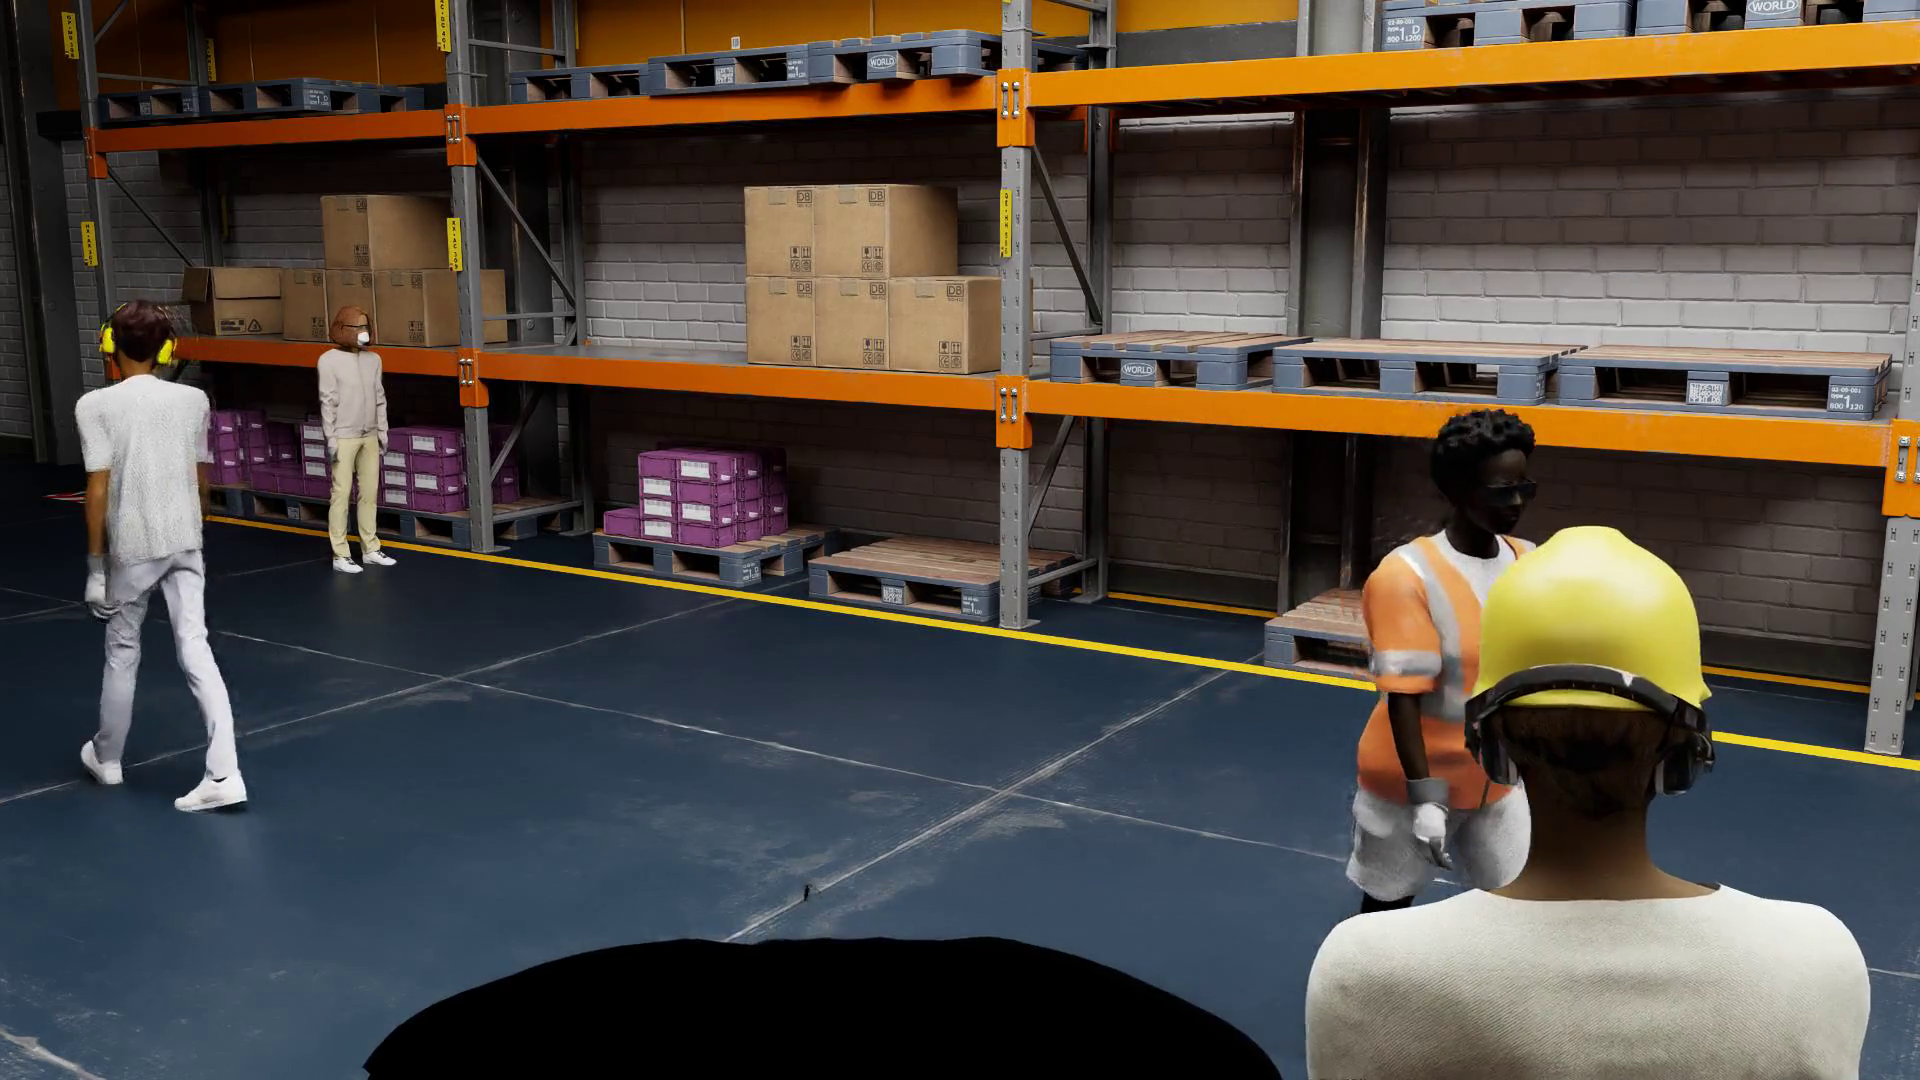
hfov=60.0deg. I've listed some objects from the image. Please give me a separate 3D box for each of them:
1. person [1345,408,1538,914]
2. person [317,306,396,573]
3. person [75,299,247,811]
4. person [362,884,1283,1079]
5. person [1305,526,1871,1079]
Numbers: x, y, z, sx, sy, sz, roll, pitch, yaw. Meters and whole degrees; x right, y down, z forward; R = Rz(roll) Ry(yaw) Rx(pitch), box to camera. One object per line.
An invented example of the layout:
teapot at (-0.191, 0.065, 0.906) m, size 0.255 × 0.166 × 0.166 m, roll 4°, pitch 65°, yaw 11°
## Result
person at (1.137, 0.553, 3.618) m, size 0.540 × 1.657 × 0.840 m, roll -4°, pitch 11°, yaw -23°
person at (-3.708, -0.618, 10.206) m, size 0.277 × 1.629 × 0.497 m, roll 5°, pitch 11°, yaw 26°
person at (-2.918, 0.055, 5.966) m, size 0.981 × 1.810 × 0.545 m, roll 8°, pitch 13°, yaw 36°
person at (-0.090, 0.890, 1.042) m, size 0.593 × 1.917 × 0.388 m, roll -1°, pitch 10°, yaw -4°
person at (0.565, 0.864, 1.610) m, size 0.528 × 1.764 × 0.328 m, roll -1°, pitch 10°, yaw -4°
